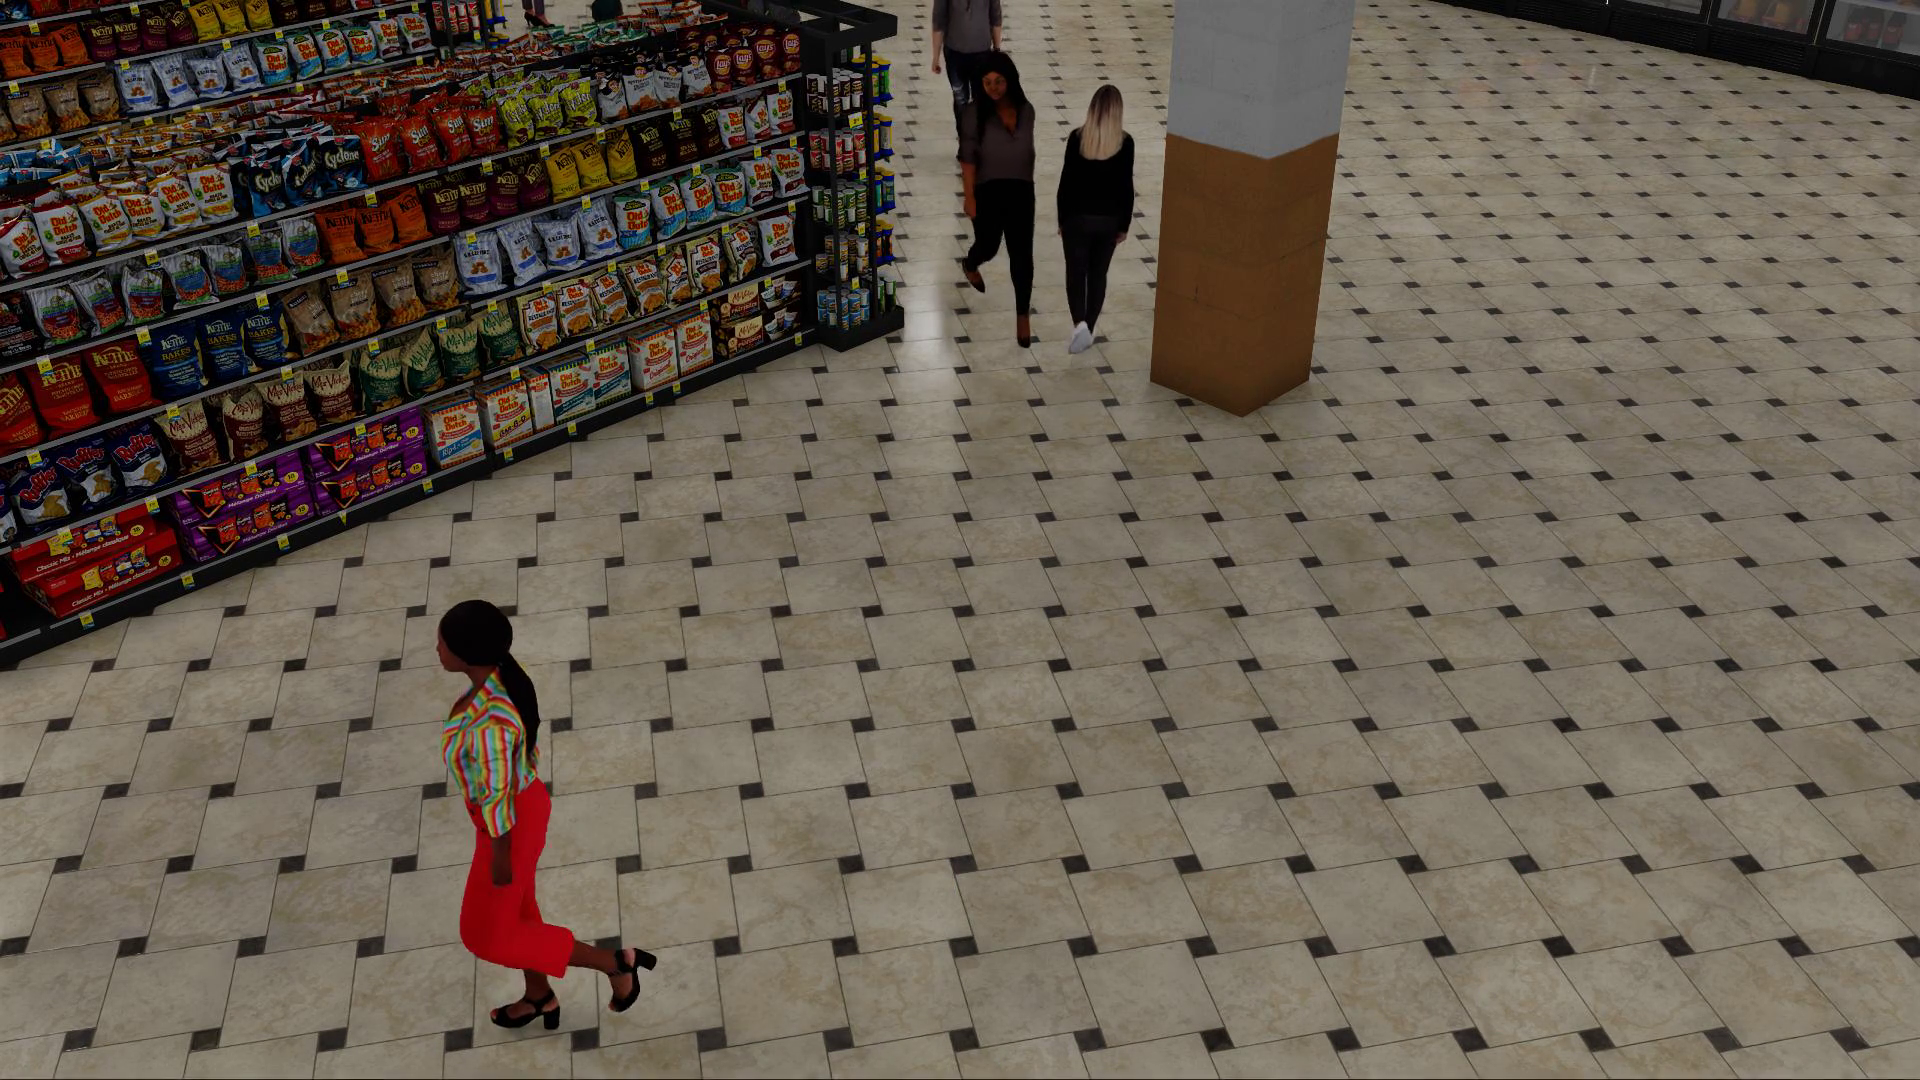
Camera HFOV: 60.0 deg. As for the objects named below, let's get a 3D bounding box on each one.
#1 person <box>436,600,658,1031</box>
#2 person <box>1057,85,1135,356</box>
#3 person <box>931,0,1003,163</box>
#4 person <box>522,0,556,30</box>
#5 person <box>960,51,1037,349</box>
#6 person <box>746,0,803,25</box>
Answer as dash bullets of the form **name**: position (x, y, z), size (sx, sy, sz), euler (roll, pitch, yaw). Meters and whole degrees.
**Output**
- **person**: position (-1.364, 0.965, 5.385), size (0.934, 1.780, 0.841), euler (-4, 32, -6)
- **person**: position (0.809, -1.869, 10.048), size (0.931, 1.664, 1.012), euler (2, 32, 3)
- **person**: position (0.058, -3.844, 13.033), size (1.160, 1.865, 1.219), euler (0, 32, 0)
- **person**: position (-4.302, -5.963, 16.627), size (0.575, 1.666, 0.608), euler (-22, 38, -31)
- **person**: position (0.206, -2.146, 10.367), size (1.174, 1.799, 1.045), euler (-11, 34, -18)
- **person**: position (-1.409, -3.285, 12.163), size (1.063, 1.835, 0.762), euler (-23, 38, -32)
